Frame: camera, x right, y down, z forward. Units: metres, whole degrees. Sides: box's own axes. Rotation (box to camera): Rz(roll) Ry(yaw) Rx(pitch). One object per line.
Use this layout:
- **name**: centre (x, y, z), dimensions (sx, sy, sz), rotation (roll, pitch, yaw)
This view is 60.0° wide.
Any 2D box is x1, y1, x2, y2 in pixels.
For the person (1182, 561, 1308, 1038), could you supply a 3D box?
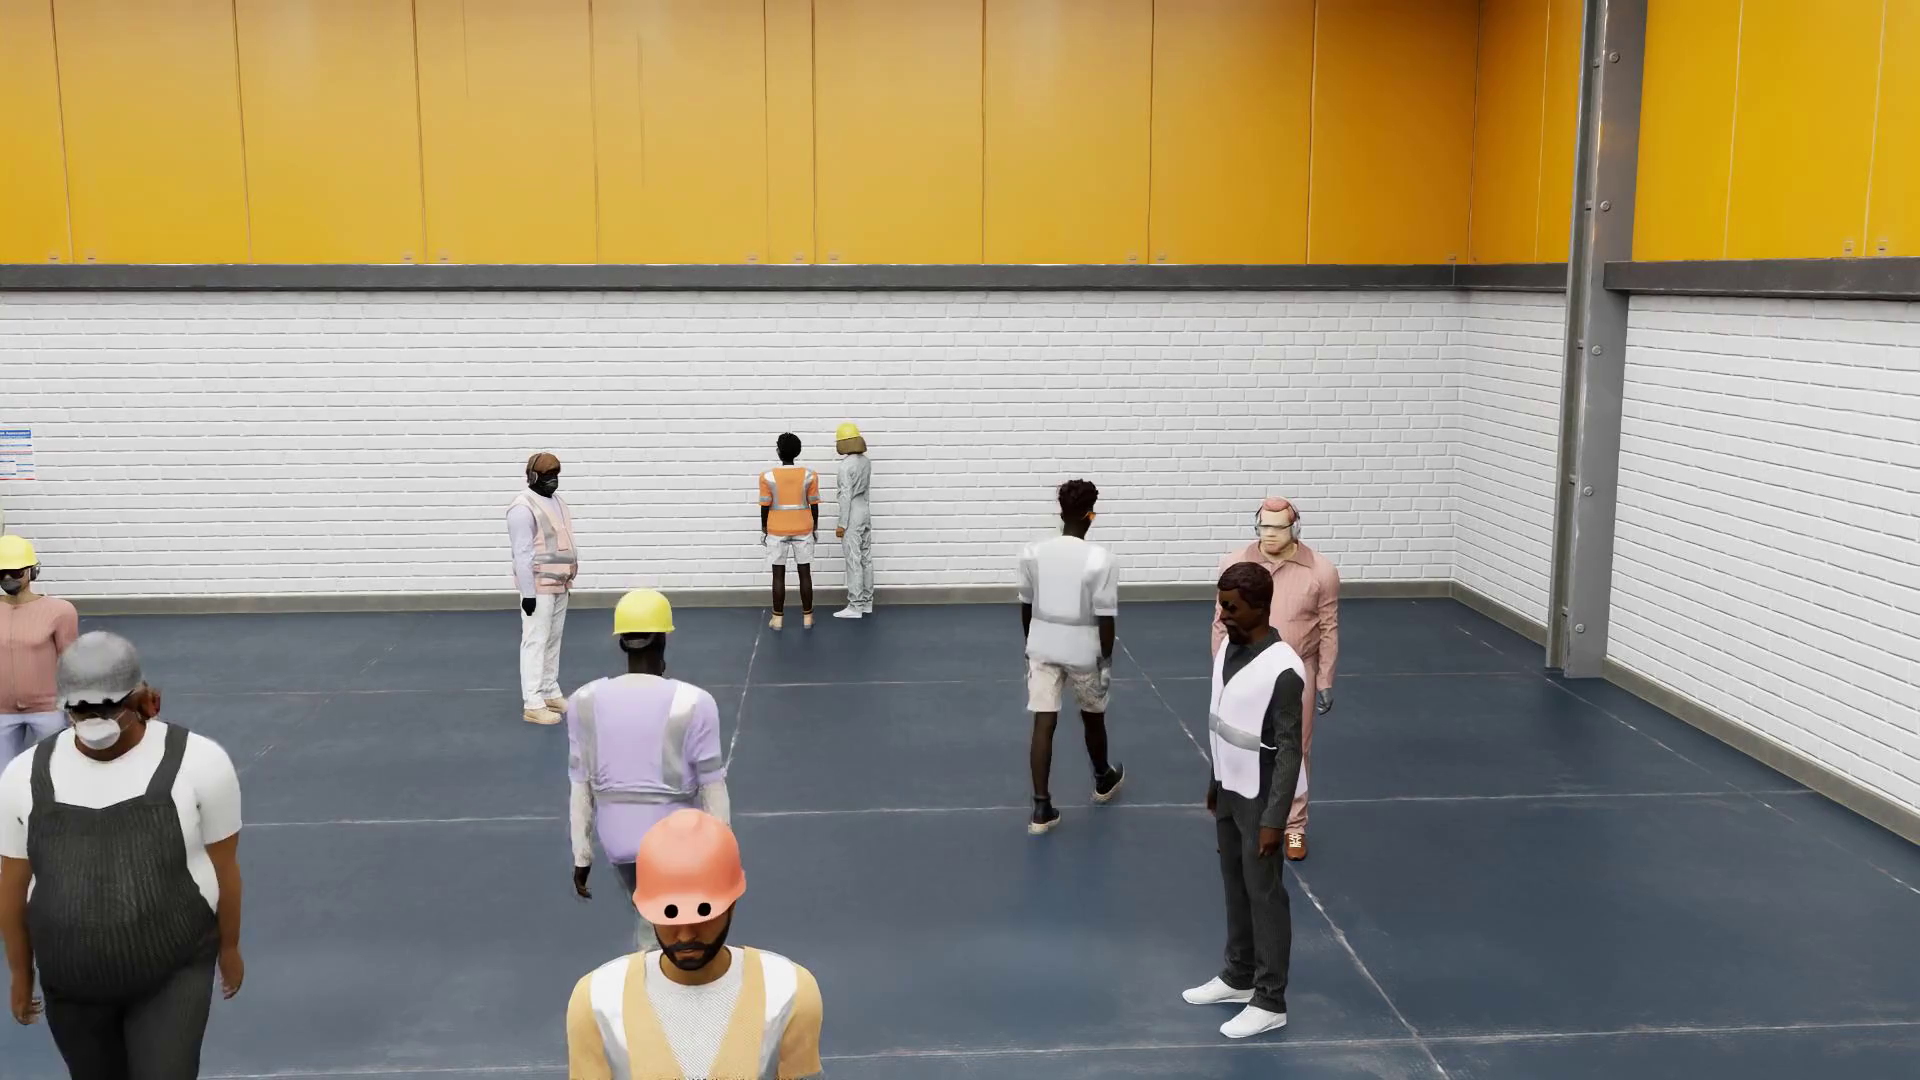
- **person**: centre (1.175, 1.024, 6.687), dimensions (0.391, 1.914, 0.588), rotation (-3, 9, -16)

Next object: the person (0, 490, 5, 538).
- **person**: centre (-7.784, -0.016, 12.958), dimensions (0.623, 1.992, 0.396), rotation (-4, 10, -24)

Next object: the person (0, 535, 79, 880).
- **person**: centre (-4.636, 0.847, 8.254), dimensions (0.522, 1.769, 0.318), rotation (-3, 9, -16)

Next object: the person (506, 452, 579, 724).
- **person**: centre (-2.823, 0.318, 11.350), dimensions (0.429, 1.839, 0.633), rotation (2, 9, 10)

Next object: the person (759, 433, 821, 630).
- **person**: centre (-1.456, -0.067, 14.241), dimensions (0.540, 1.688, 0.316), rotation (-2, 9, -13)

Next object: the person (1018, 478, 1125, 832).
- **person**: centre (0.625, 0.603, 9.297), dimensions (0.632, 1.911, 0.982), rotation (4, 10, 23)

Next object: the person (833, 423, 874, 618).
- **person**: centre (-0.967, -0.176, 14.782), dimensions (0.309, 1.735, 0.484), rotation (4, 10, 23)

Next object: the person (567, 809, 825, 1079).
- **person**: centre (-0.555, 1.507, 3.574), dimensions (0.547, 1.938, 0.378), rotation (-2, 9, -10)

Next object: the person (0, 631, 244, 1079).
- **person**: centre (-2.592, 1.201, 5.178), dimensions (0.686, 2.000, 0.977), rotation (-2, 9, -11)

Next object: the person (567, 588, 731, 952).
- **person**: centre (-1.178, 1.122, 6.220), dimensions (0.605, 1.877, 1.005), rotation (2, 9, 12)

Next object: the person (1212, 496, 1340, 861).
- **person**: centre (1.624, 0.716, 8.650), dimensions (0.651, 1.904, 0.403), rotation (3, 10, 18)
